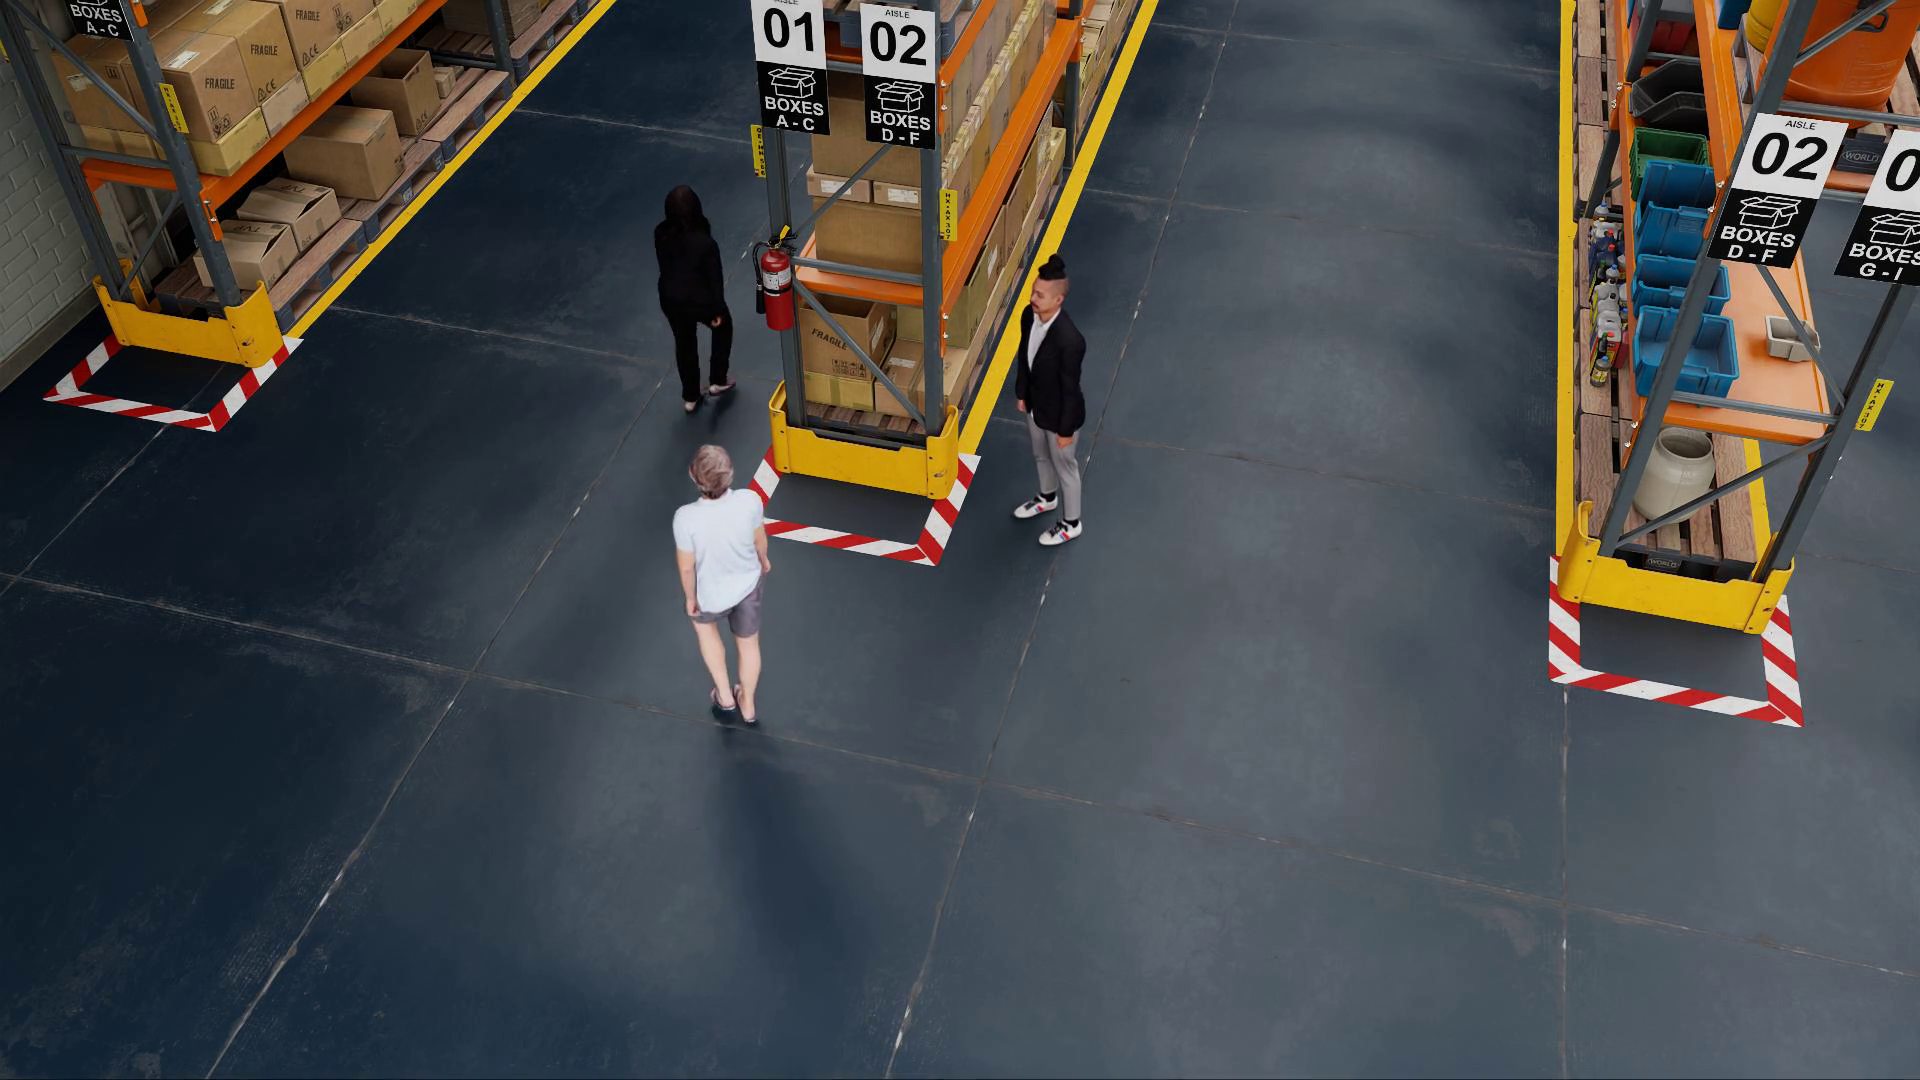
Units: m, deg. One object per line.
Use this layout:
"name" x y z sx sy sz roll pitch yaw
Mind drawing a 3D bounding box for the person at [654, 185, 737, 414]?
"person" -1.746 -1.481 10.659 0.633 1.597 0.620 10 44 10

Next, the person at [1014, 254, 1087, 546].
"person" 0.552 -0.815 9.689 0.848 1.946 0.786 -22 47 -22

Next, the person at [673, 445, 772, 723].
"person" -1.183 0.308 8.580 0.768 1.818 0.798 -14 45 -14
